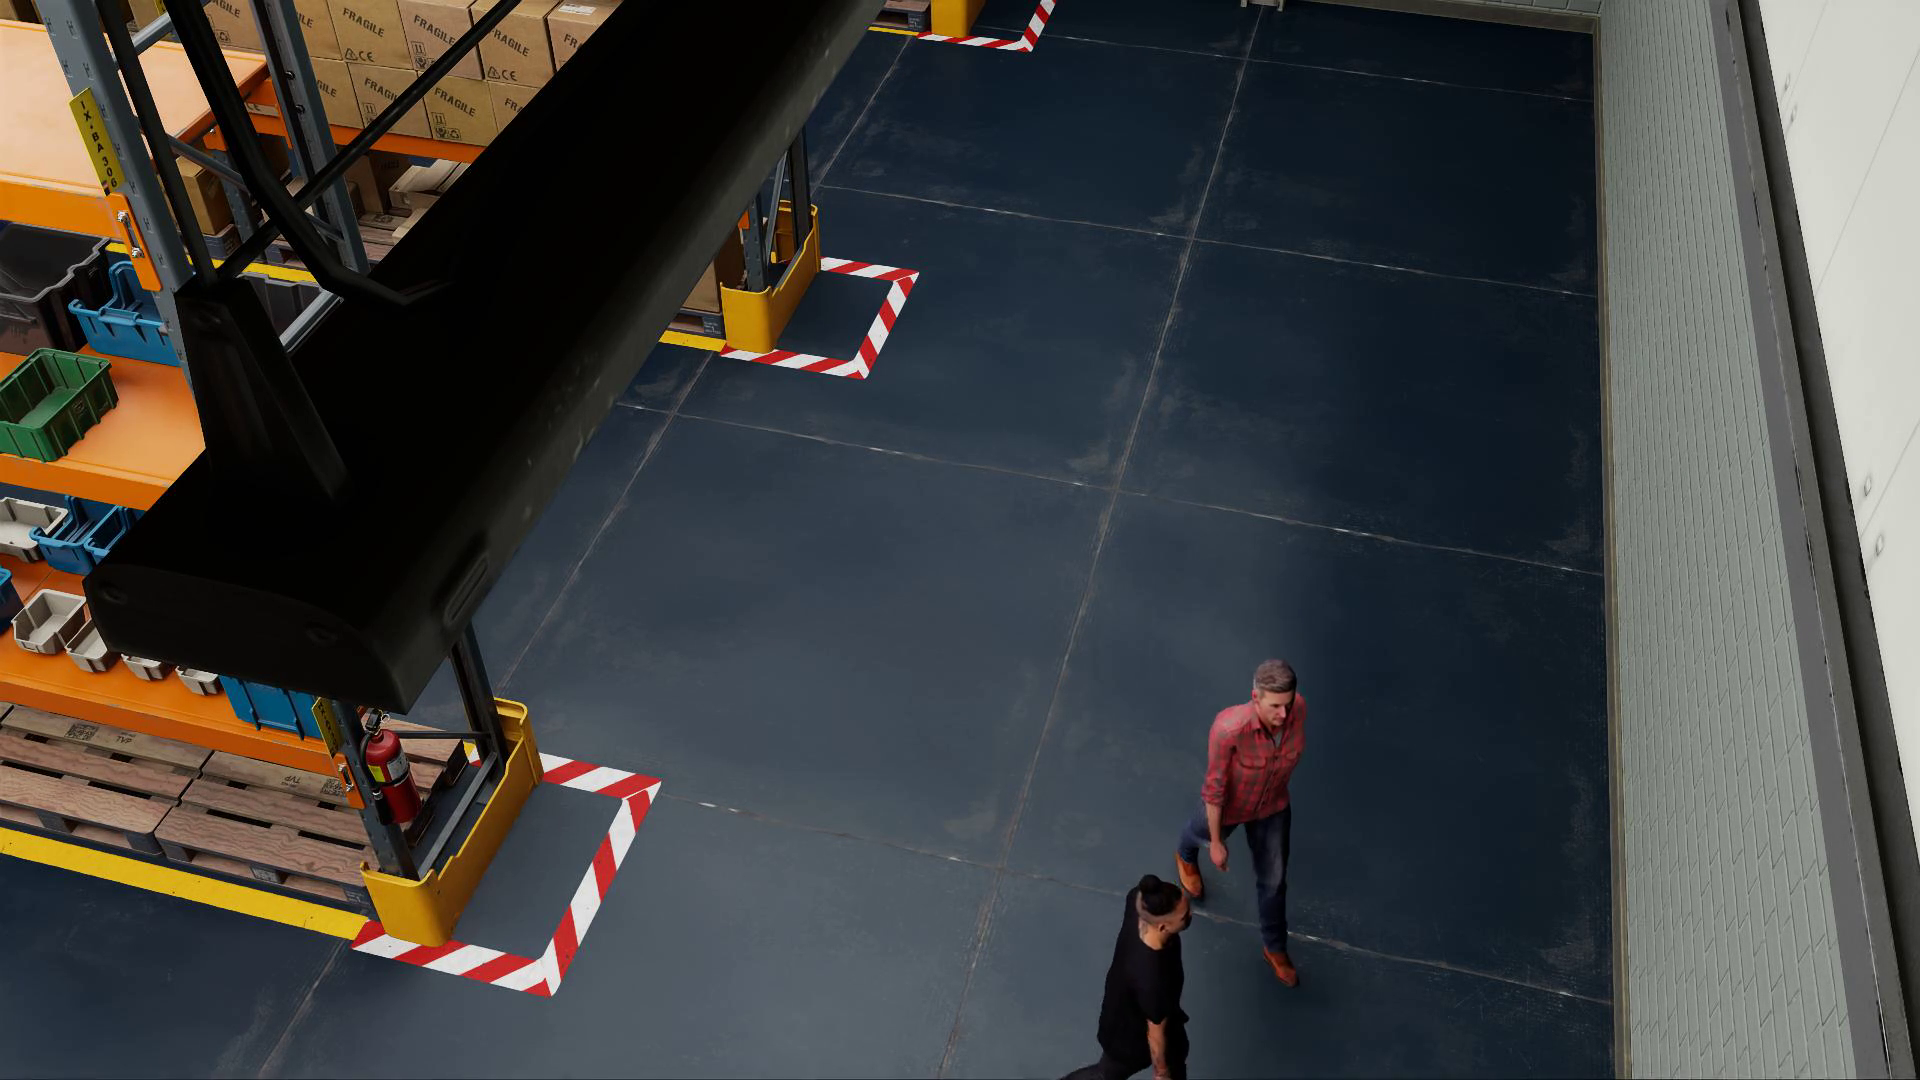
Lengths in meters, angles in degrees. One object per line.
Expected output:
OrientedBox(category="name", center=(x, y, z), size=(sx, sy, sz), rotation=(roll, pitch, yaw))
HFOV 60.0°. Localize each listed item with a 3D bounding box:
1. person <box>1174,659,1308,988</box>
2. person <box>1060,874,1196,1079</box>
OrientedBox(category="person", center=(1.253, 1.138, 7.654), size=(1.251, 1.783, 1.199), rotation=(-13, 45, -13))
OrientedBox(category="person", center=(0.650, 1.928, 6.779), size=(1.223, 1.824, 0.842), rotation=(4, 43, 4))
